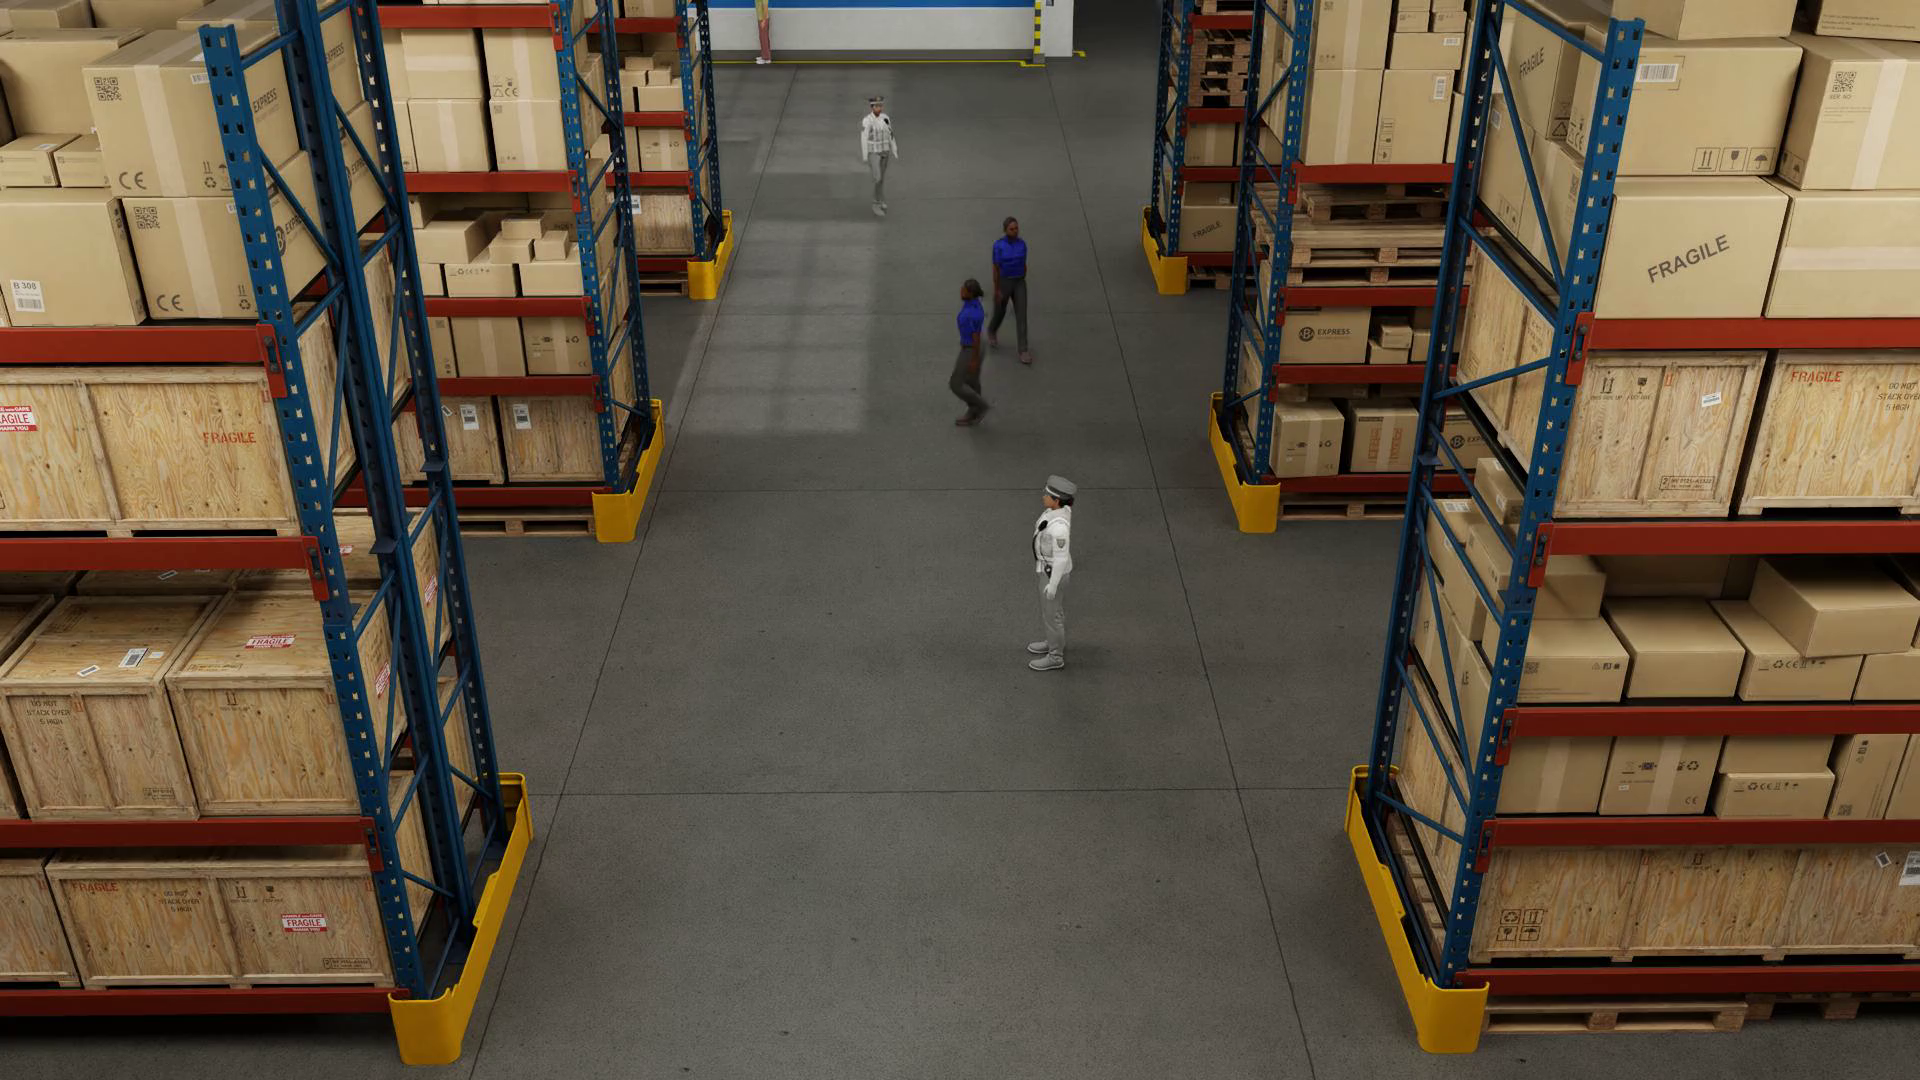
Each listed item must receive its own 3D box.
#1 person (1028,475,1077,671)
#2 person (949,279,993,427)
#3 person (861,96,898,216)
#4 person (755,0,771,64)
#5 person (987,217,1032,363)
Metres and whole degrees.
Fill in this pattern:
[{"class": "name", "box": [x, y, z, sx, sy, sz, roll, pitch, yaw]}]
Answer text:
[{"class": "person", "box": [0.746, 0.255, 13.512, 0.358, 1.691, 0.469, 2, 28, 3]}, {"class": "person", "box": [0.115, -1.980, 17.664, 0.470, 1.661, 0.465, -1, 28, -2]}, {"class": "person", "box": [-1.173, -5.703, 24.583, 0.494, 1.710, 0.508, -19, 34, -31]}, {"class": "person", "box": [-3.964, -10.469, 33.482, 0.394, 1.672, 0.426, -2, 28, -3]}, {"class": "person", "box": [0.602, -2.970, 19.546, 0.443, 1.628, 0.841, -7, 29, -13]}]
